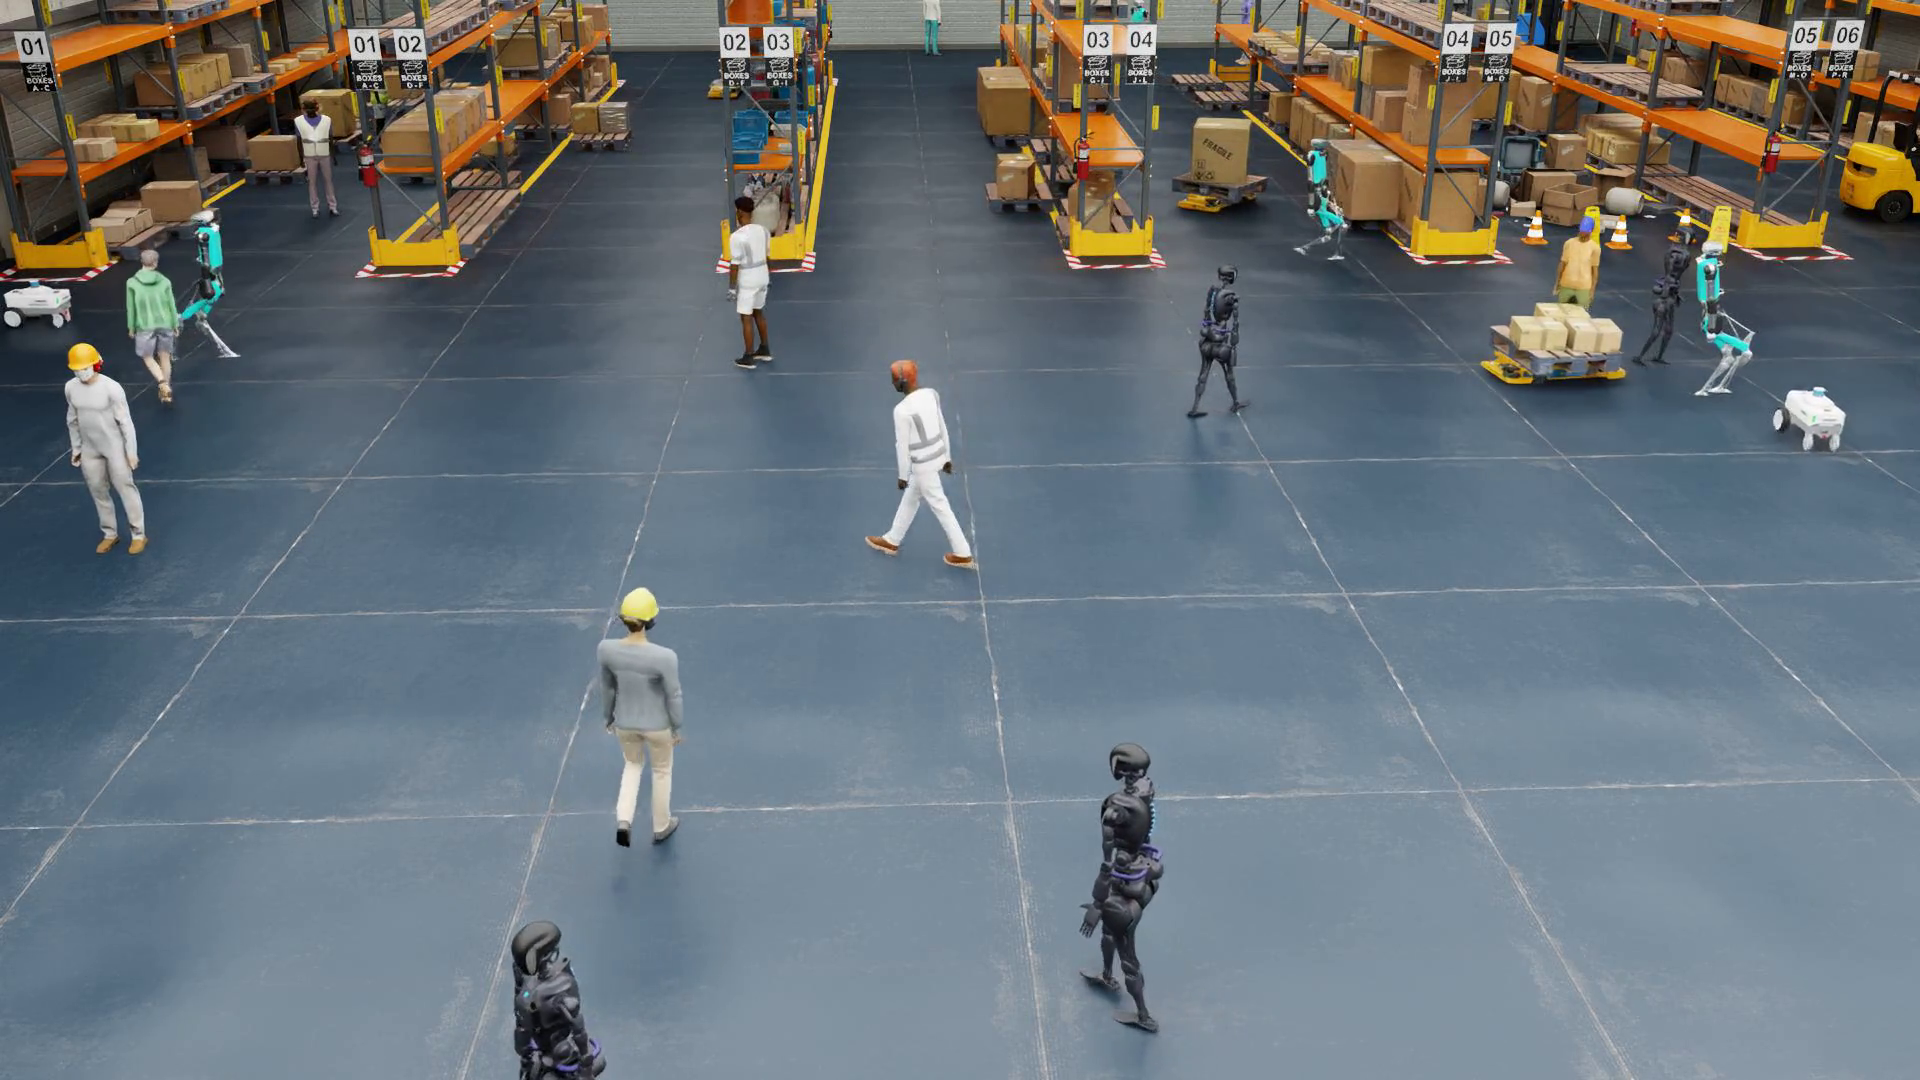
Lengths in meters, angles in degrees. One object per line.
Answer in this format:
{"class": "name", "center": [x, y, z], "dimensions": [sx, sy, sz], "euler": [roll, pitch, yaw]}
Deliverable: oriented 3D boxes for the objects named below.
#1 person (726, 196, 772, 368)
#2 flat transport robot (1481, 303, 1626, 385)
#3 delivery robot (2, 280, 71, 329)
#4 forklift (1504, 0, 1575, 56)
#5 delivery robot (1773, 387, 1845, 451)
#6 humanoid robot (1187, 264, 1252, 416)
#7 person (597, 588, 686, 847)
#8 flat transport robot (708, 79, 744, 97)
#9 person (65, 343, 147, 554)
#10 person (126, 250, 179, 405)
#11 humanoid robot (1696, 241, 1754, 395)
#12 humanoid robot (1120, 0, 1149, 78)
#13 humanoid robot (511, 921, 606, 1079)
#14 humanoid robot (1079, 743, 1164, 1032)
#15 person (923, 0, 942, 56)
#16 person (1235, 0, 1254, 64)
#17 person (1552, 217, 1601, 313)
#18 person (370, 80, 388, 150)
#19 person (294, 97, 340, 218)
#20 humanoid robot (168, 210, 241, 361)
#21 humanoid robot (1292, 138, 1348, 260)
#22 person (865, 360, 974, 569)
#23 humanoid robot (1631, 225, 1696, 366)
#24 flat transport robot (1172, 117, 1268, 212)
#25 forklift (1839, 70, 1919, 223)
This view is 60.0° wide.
{"class": "person", "center": [-2.406, -2.957, 19.055], "dimensions": [0.397, 1.950, 0.634], "euler": [14, 27, 28]}
{"class": "flat transport robot", "center": [6.758, -1.995, 18.955], "dimensions": [1.431, 0.231, 0.659], "euler": [-4, 24, -9]}
{"class": "delivery robot", "center": [-11.500, -2.939, 20.724], "dimensions": [0.766, 0.595, 0.508], "euler": [1, 24, 1]}
{"class": "forklift", "center": [14.700, -13.805, 42.301], "dimensions": [1.873, 2.768, 1.129], "euler": [-1, 24, -2]}
{"class": "delivery robot", "center": [8.701, -1.266, 16.975], "dimensions": [0.499, 0.601, 0.783], "euler": [1, 24, 3]}
{"class": "humanoid robot", "center": [2.752, -2.114, 17.518], "dimensions": [0.718, 1.637, 0.586], "euler": [-13, 27, -26]}
{"class": "person", "center": [-1.939, 1.119, 10.130], "dimensions": [0.536, 1.746, 0.480], "euler": [5, 25, 12]}
{"class": "flat transport robot", "center": [-5.218, -10.104, 37.175], "dimensions": [0.659, 0.231, 1.431], "euler": [0, 24, 0]}
{"class": "person", "center": [-7.337, -0.785, 14.254], "dimensions": [0.590, 1.884, 0.395], "euler": [2, 24, 4]}
{"class": "person", "center": [-8.602, -2.257, 17.765], "dimensions": [0.496, 1.703, 0.609], "euler": [-17, 29, -33]}
{"class": "humanoid robot", "center": [8.248, -2.323, 17.893], "dimensions": [0.834, 1.758, 0.547], "euler": [6, 25, 13]}
{"class": "humanoid robot", "center": [3.942, -11.680, 38.932], "dimensions": [0.821, 1.796, 0.562], "euler": [-18, 29, -34]}
{"class": "humanoid robot", "center": [-1.767, 2.389, 7.372], "dimensions": [0.585, 1.643, 0.323], "euler": [21, 31, 38]}
{"class": "humanoid robot", "center": [0.829, 1.798, 8.715], "dimensions": [0.583, 1.642, 0.590], "euler": [14, 28, 29]}
{"class": "person", "center": [-0.699, -13.284, 42.478], "dimensions": [0.532, 1.768, 0.311], "euler": [18, 30, 35]}
{"class": "person", "center": [7.096, -12.692, 41.111], "dimensions": [0.400, 1.800, 0.596], "euler": [0, 24, -1]}
{"class": "person", "center": [7.104, -2.891, 19.214], "dimensions": [0.469, 1.700, 0.380], "euler": [17, 29, 33]}
{"class": "person", "center": [-10.831, -8.169, 31.069], "dimensions": [0.321, 1.697, 0.530], "euler": [-3, 24, -7]}
{"class": "person", "center": [-10.034, -5.980, 25.981], "dimensions": [0.564, 1.837, 0.388], "euler": [-11, 26, -24]}
{"class": "humanoid robot", "center": [-8.932, -2.913, 19.241], "dimensions": [0.946, 1.781, 0.549], "euler": [-3, 24, -6]}
{"class": "humanoid robot", "center": [5.192, -4.710, 23.300], "dimensions": [1.059, 1.743, 0.546], "euler": [17, 29, 33]}
{"class": "person", "center": [-0.319, -0.640, 14.028], "dimensions": [1.012, 1.816, 0.571], "euler": [10, 26, 20]}
{"class": "humanoid robot", "center": [8.080, -2.803, 19.056], "dimensions": [0.472, 1.646, 0.615], "euler": [17, 29, 33]}
{"class": "flat transport robot", "center": [4.194, -5.566, 26.978], "dimensions": [0.659, 0.231, 1.431], "euler": [18, 30, 35]}
{"class": "forklift", "center": [15.132, -6.143, 25.915], "dimensions": [2.313, 2.155, 1.214], "euler": [-1, 24, -2]}
